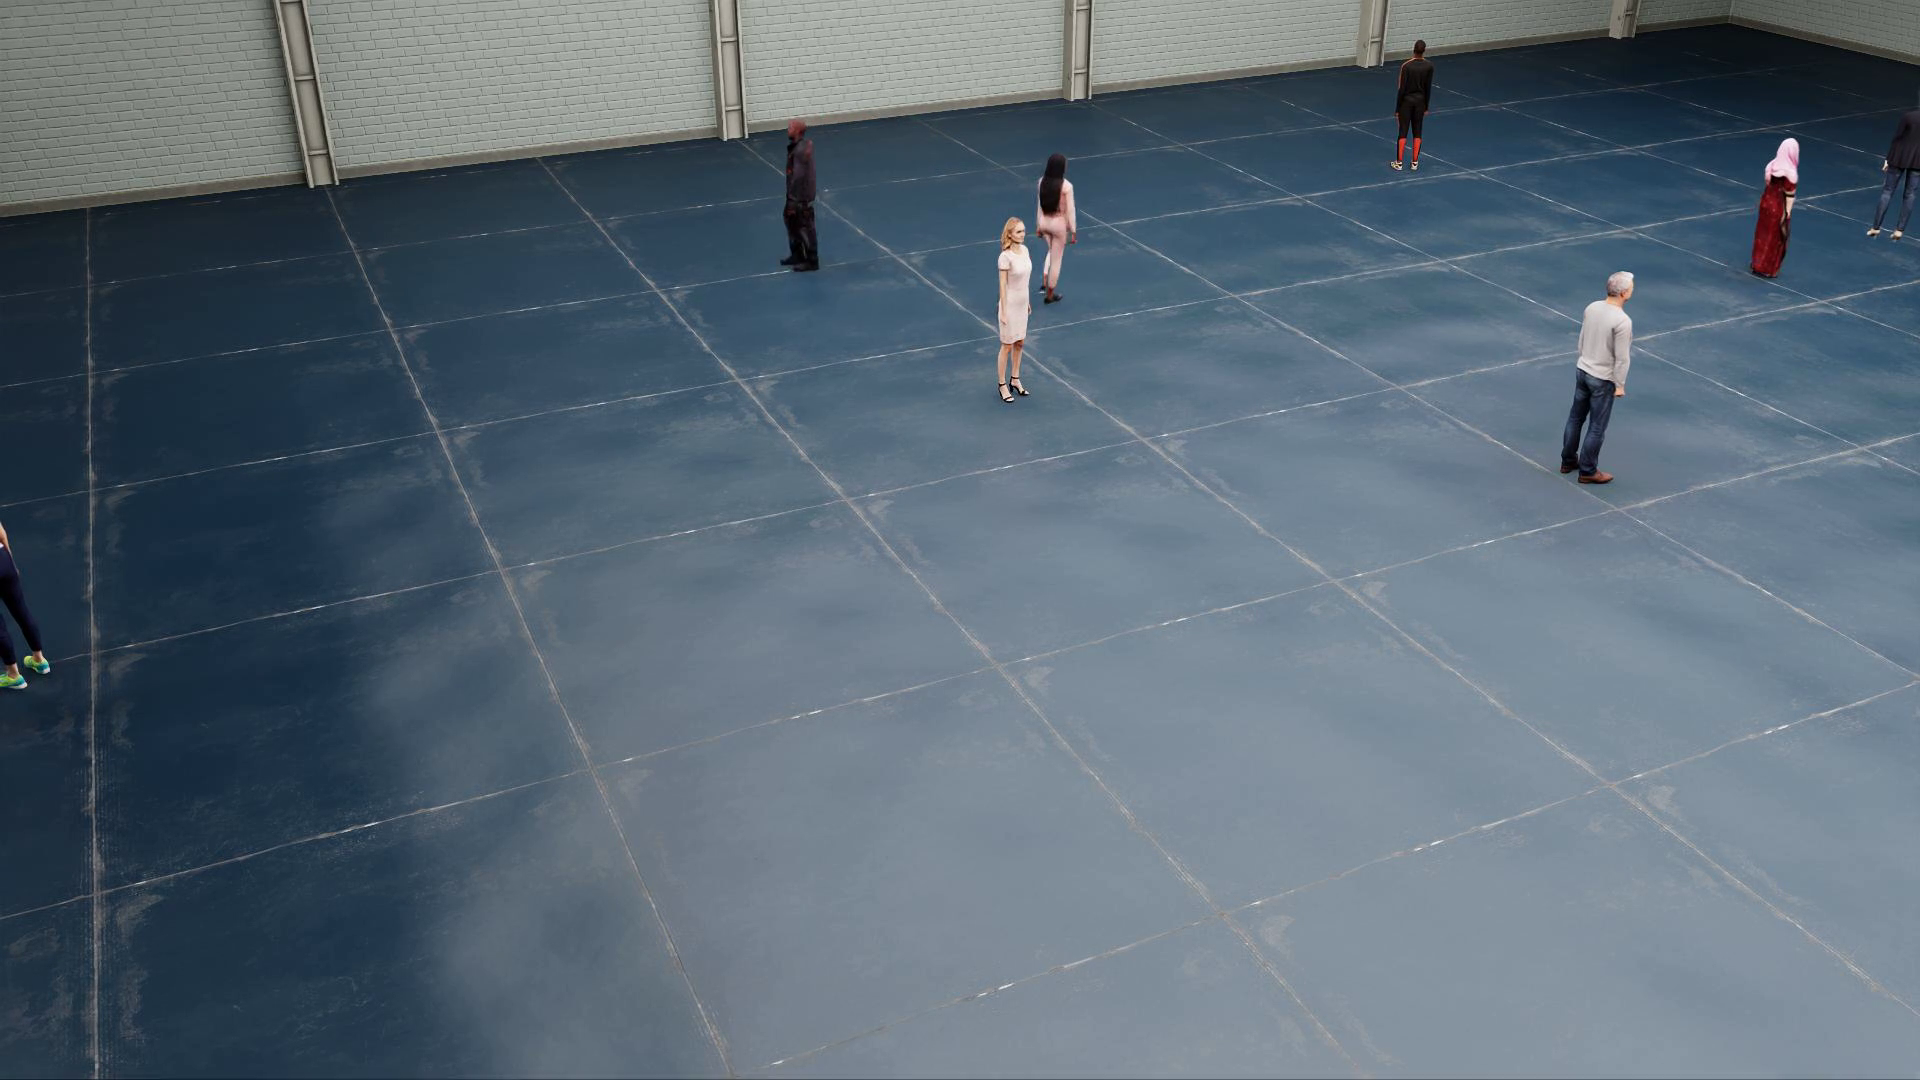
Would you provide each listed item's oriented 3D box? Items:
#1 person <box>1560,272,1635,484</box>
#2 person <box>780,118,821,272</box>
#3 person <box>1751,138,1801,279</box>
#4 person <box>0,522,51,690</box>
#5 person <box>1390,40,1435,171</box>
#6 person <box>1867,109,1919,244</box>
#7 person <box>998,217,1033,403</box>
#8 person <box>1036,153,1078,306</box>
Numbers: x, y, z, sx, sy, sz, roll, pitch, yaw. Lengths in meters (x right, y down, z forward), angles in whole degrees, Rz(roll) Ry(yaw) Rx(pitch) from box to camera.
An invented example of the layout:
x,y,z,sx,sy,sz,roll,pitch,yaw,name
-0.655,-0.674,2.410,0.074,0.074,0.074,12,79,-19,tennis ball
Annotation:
x,y,z,sx,sy,sz,roll,pitch,yaw,name
5.591,-1.430,14.561,0.647,1.911,0.748,-9,29,-17,person
-1.769,-4.061,19.601,0.875,1.816,0.849,0,28,0,person
9.546,-3.897,19.482,0.681,1.639,0.722,-5,28,-10,person
-6.776,0.251,11.627,0.743,1.701,0.667,12,30,22,person
6.414,-6.171,23.571,0.602,1.808,0.760,-1,28,-3,person
10.683,-4.265,18.798,0.822,1.782,0.789,10,30,18,person
0.516,-2.254,16.194,0.694,1.831,0.559,23,36,36,person
0.998,-3.442,18.554,0.731,1.708,0.733,23,36,37,person
